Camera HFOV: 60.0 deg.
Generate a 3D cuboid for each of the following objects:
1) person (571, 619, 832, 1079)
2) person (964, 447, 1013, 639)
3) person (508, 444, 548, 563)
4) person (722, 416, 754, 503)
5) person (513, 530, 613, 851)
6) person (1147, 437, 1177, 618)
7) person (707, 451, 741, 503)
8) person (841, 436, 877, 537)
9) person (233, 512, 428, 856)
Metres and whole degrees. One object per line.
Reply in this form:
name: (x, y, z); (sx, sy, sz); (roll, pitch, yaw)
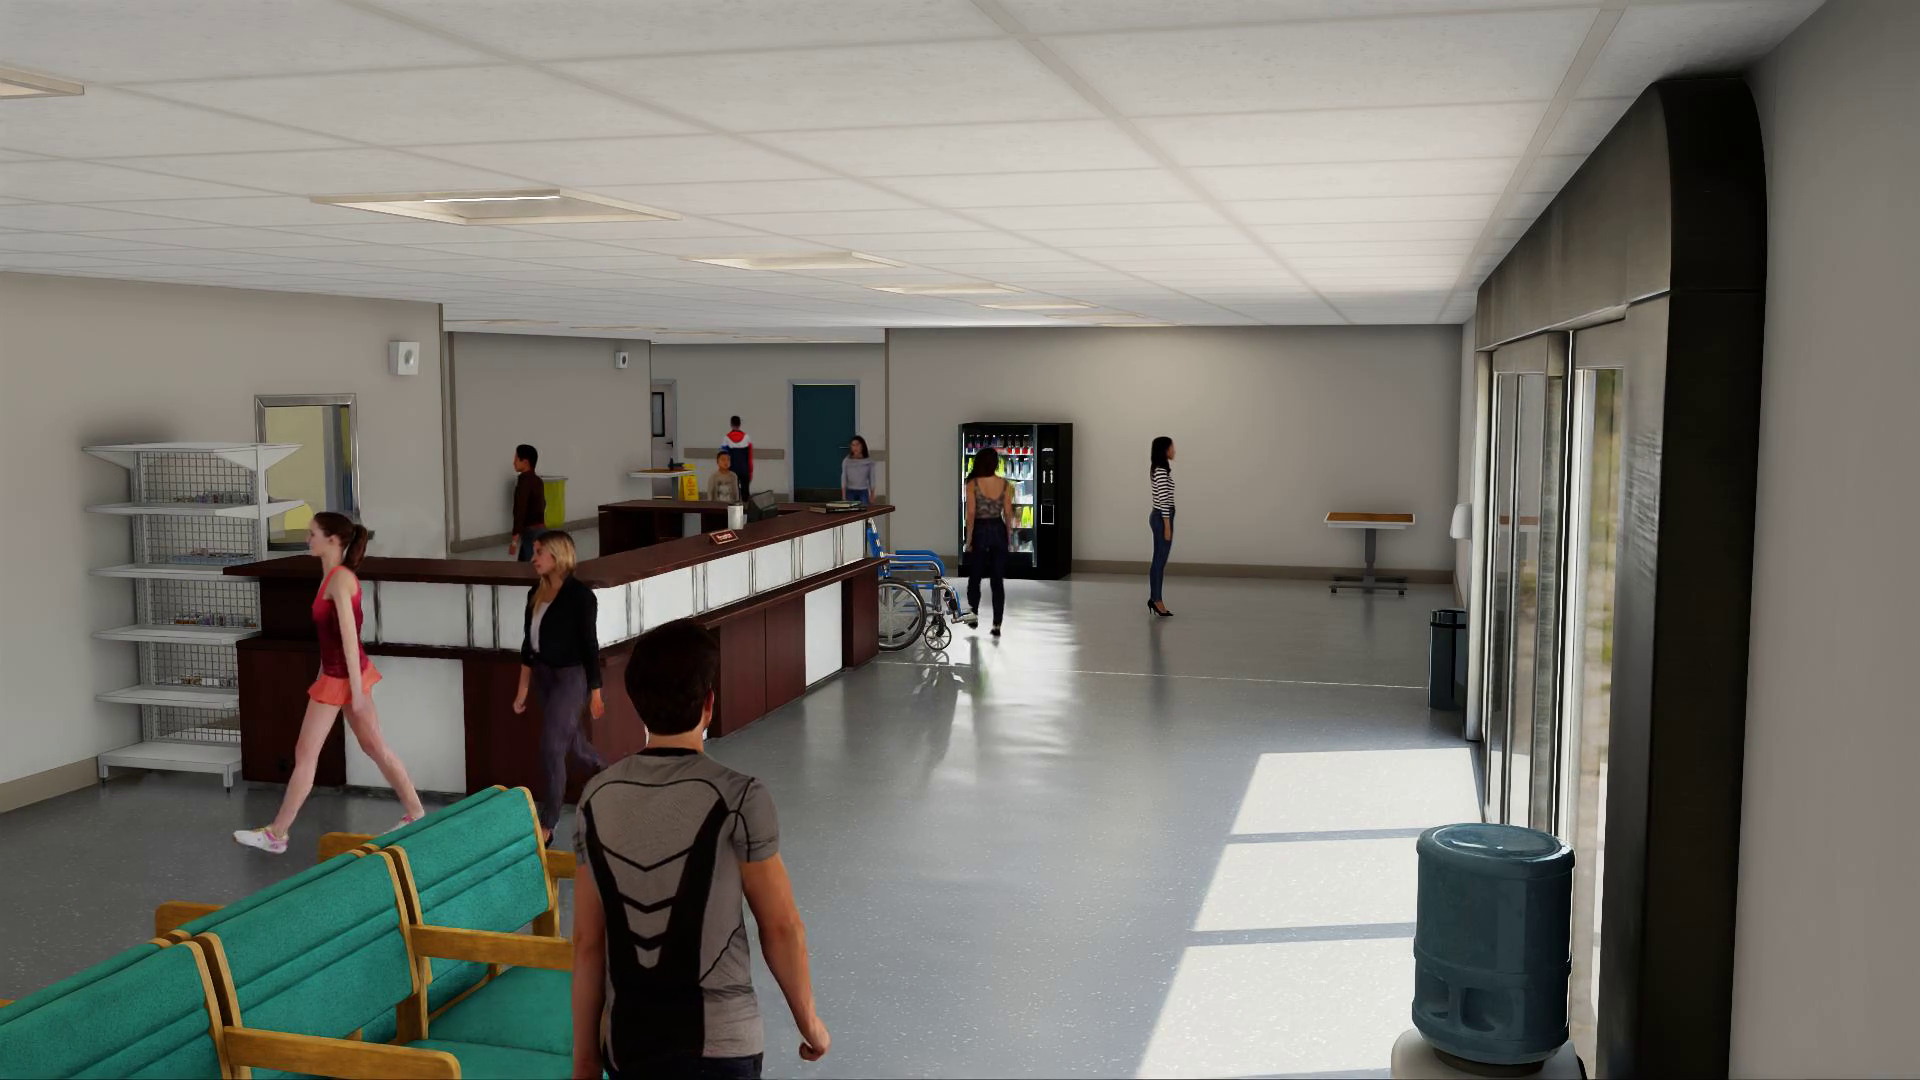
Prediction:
person: (-0.634, 1.156, 3.620); (1.098, 1.842, 0.750); (2, 6, 18)
person: (0.290, 0.046, 15.216); (1.082, 1.729, 1.000); (-1, 6, -14)
person: (-3.885, 0.012, 15.488); (1.113, 1.742, 0.874); (0, 6, -2)
person: (-3.502, -1.084, 26.347); (0.755, 1.749, 0.841); (-2, 6, -19)
person: (-1.924, 0.788, 8.368); (1.098, 1.624, 0.920); (4, 7, 36)
person: (2.020, -0.141, 16.654); (0.567, 1.796, 0.639); (0, 6, 1)
person: (-2.994, -0.386, 20.863); (0.667, 1.458, 0.727); (-3, 7, -29)
person: (-1.340, -0.532, 21.631); (1.019, 1.596, 0.762); (1, 6, 7)
person: (-3.031, 0.743, 8.430); (1.225, 1.700, 0.968); (-2, 6, -15)
